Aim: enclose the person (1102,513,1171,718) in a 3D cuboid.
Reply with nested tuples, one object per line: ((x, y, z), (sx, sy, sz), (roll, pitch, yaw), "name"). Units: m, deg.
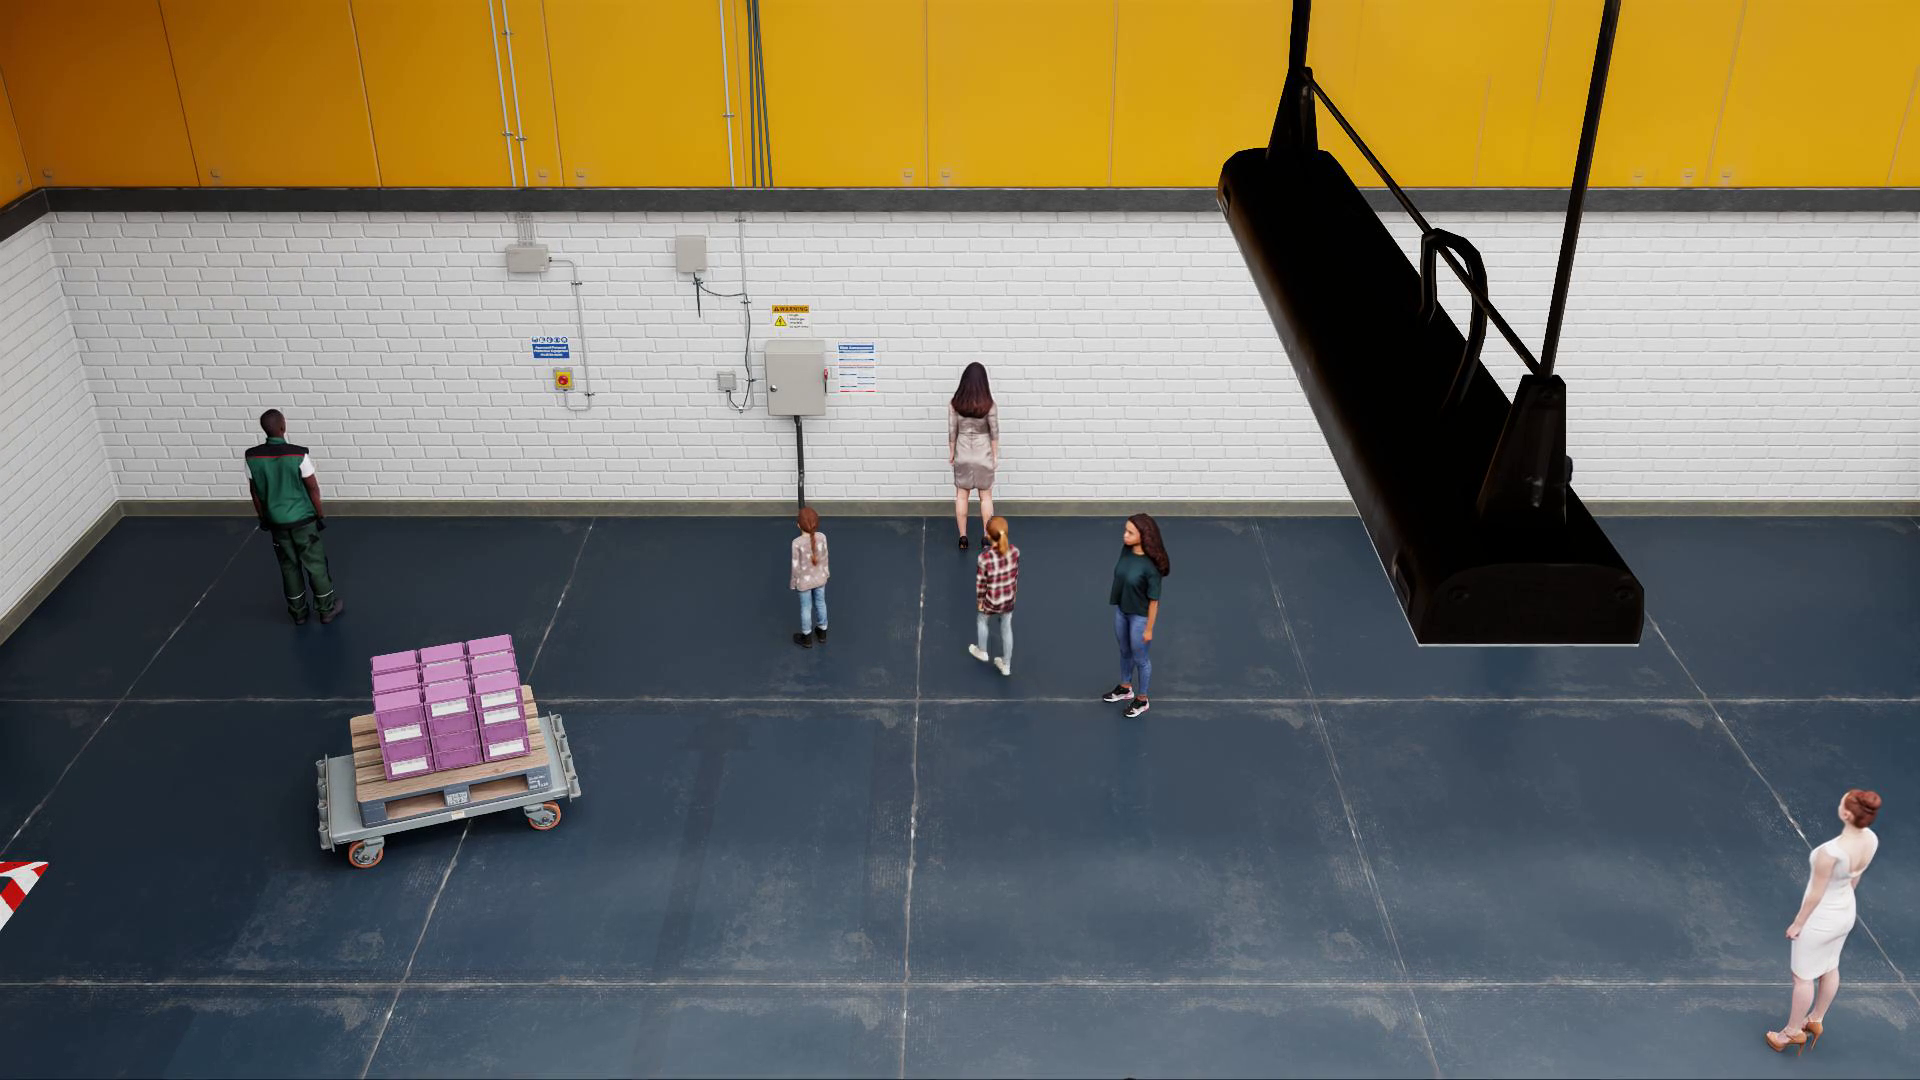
((1.284, 0.530, 12.079), (0.762, 1.616, 0.673), (-15, 32, -25), "person")

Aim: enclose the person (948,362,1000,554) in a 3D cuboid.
((0.117, -0.693, 14.186), (0.626, 1.746, 0.575), (6, 29, 10), "person")

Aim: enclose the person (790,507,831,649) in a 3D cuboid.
((-1.169, 0.285, 12.969), (0.561, 1.194, 0.592), (-17, 33, -28), "person")

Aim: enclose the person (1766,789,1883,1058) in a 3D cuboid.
((4.715, 2.079, 9.055), (0.647, 1.793, 0.634), (-13, 31, -22), "person")

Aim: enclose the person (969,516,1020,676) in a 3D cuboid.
((0.321, 0.447, 12.571), (0.667, 1.291, 0.760), (-10, 30, -18), "person")

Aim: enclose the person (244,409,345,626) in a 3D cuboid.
((-5.279, -0.178, 13.145), (0.674, 1.839, 0.585), (-1, 29, -2), "person")
